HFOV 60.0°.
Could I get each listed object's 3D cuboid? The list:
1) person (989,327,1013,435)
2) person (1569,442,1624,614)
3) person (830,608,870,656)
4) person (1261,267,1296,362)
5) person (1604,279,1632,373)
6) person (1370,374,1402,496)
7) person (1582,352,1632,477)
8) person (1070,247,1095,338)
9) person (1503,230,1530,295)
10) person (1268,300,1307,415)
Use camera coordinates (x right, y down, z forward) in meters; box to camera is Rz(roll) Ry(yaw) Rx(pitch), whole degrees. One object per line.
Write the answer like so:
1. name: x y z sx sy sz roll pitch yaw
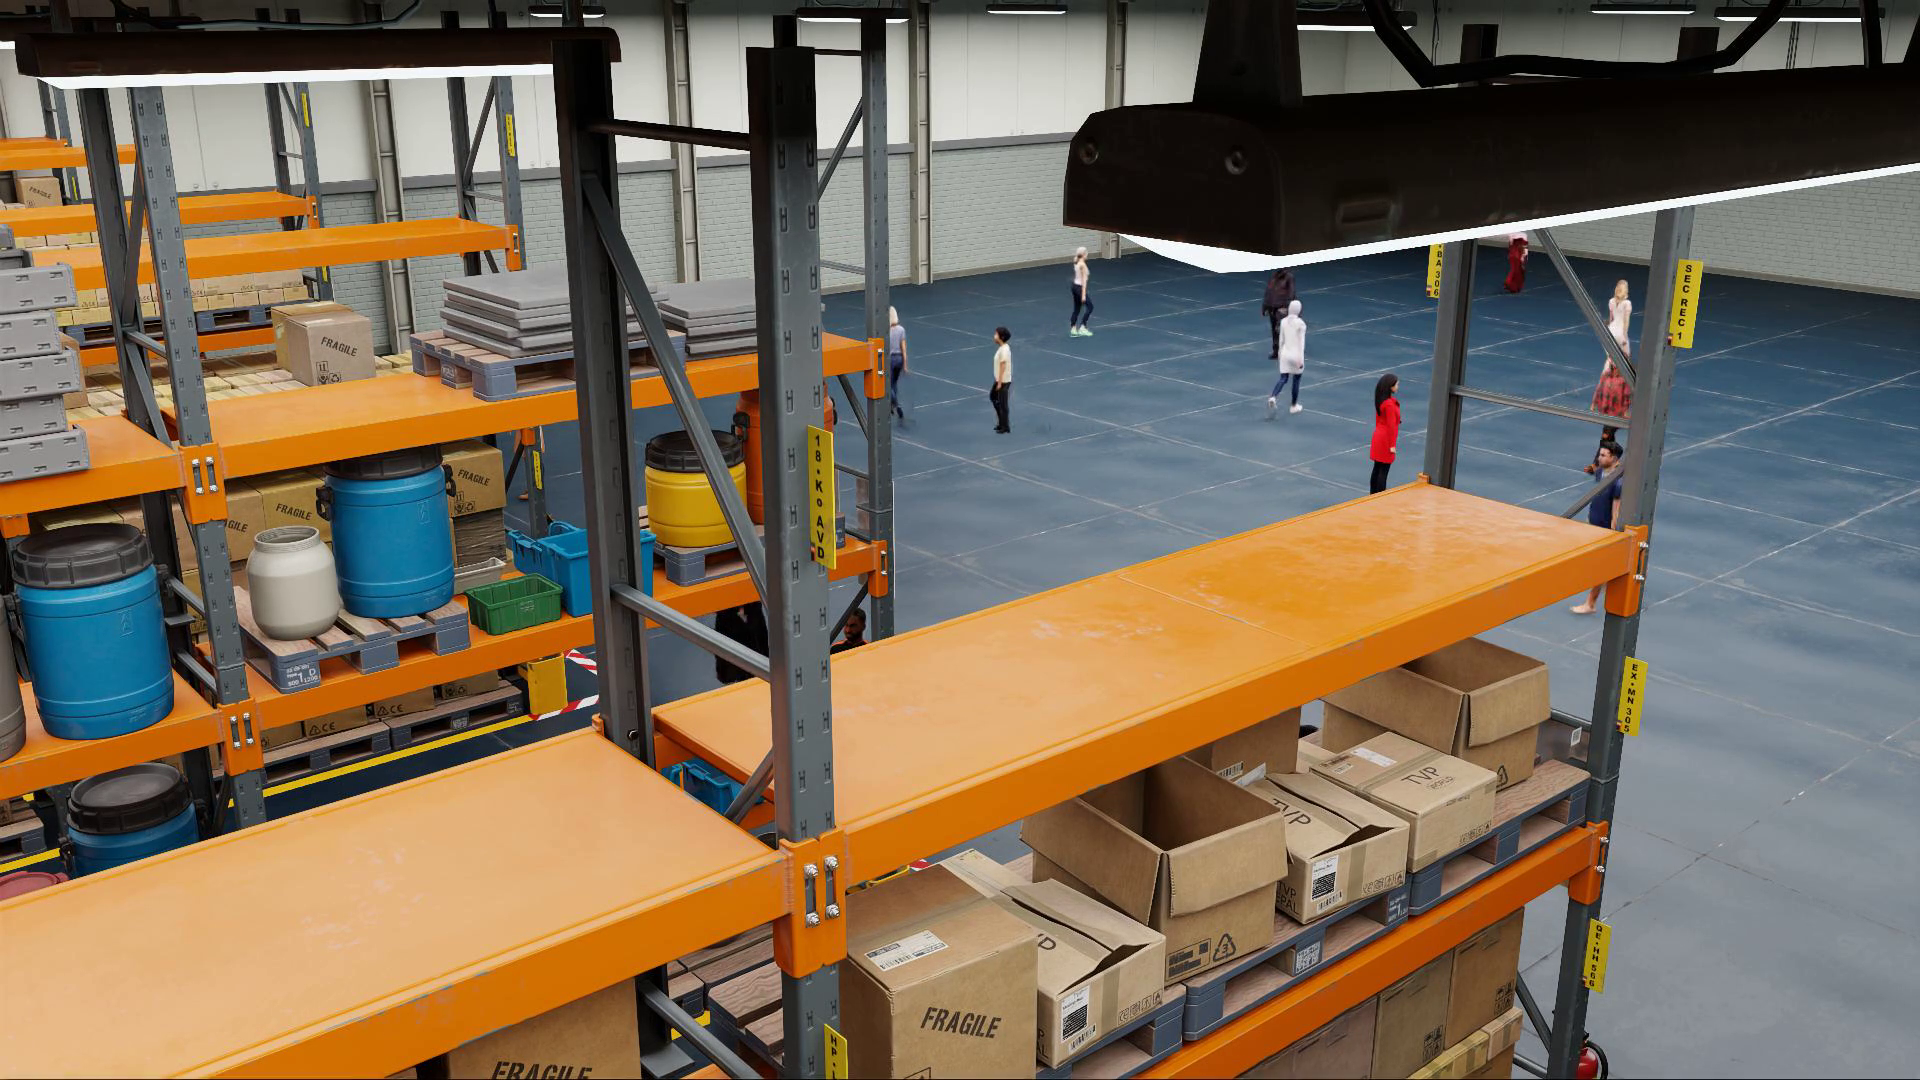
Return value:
1. person: 0.689 -2.319 24.246 0.737 1.578 0.695 0 18 0
2. person: 6.682 -0.123 17.093 0.981 1.831 0.879 -2 18 -6
3. person: -0.782 1.364 12.566 0.708 1.808 0.732 4 19 13
4. person: 5.685 -4.115 29.384 0.736 1.812 0.717 17 25 42
5. person: 10.493 -3.251 26.754 0.801 1.797 0.676 -9 20 -26
6. person: 5.231 -1.193 20.510 0.768 1.751 0.728 -2 18 -7
7. person: 8.711 -1.672 22.123 1.089 1.664 0.783 -9 20 -25
8. person: 2.167 -4.623 31.144 0.749 1.687 0.722 -6 19 -18
9. person: 11.952 -6.103 35.788 0.784 1.626 0.744 -7 19 -21
10. person: 4.980 -2.738 25.250 0.705 1.754 1.062 16 24 41
